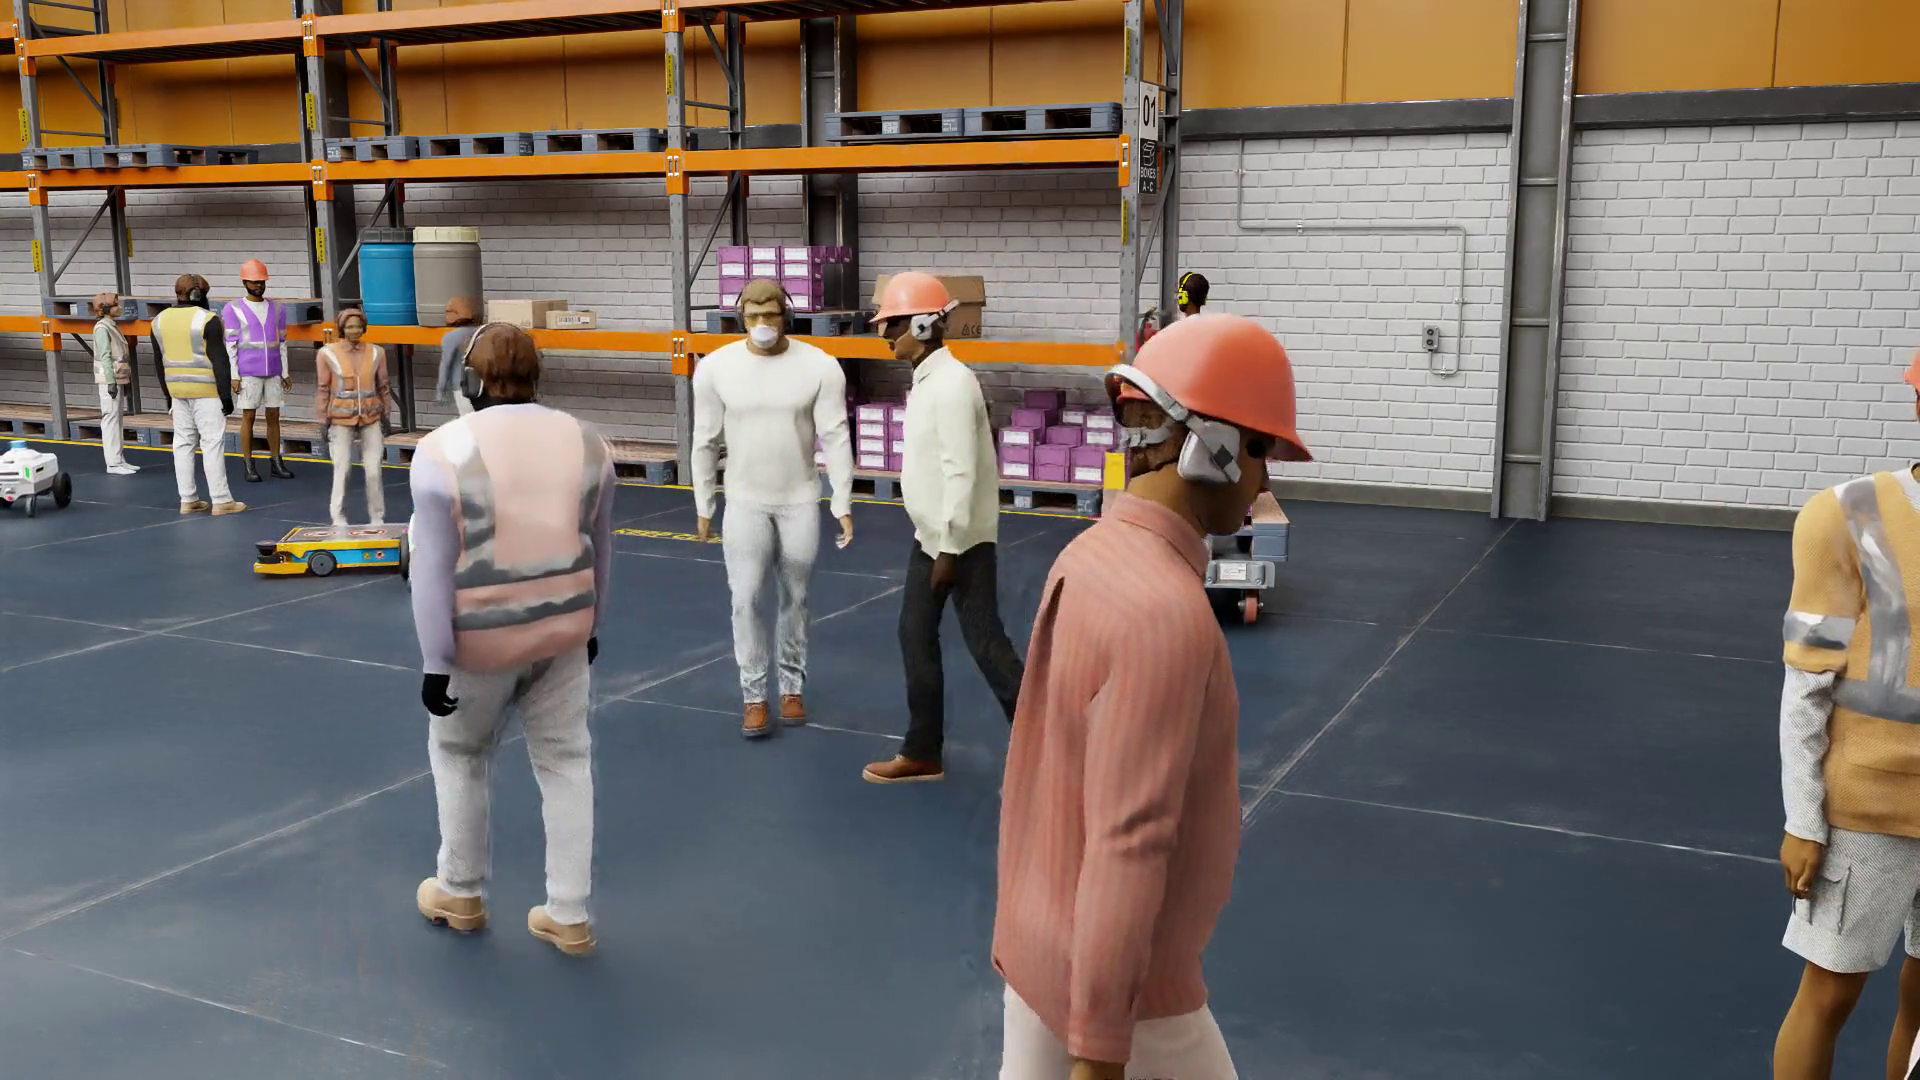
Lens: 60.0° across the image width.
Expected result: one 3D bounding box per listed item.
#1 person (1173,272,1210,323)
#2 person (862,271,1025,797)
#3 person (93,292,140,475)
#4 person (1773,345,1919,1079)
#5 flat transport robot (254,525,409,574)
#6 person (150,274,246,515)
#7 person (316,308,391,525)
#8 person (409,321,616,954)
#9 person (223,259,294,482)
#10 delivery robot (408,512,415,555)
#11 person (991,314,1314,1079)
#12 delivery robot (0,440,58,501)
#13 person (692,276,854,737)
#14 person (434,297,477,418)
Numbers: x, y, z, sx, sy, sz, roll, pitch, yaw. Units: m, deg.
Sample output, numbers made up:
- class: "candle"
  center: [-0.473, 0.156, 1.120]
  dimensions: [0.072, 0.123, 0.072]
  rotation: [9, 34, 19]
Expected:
- class: "person"
  center: [1.583, -0.903, 11.473]
  dimensions: [0.513, 1.872, 0.328]
  rotation: [-8, 13, -40]
- class: "person"
  center: [0.027, -0.016, 6.205]
  dimensions: [0.725, 1.956, 0.635]
  rotation: [-3, 10, -17]
- class: "person"
  center: [-7.656, -1.413, 15.036]
  dimensions: [0.308, 1.645, 0.514]
  rotation: [-3, 10, -18]
- class: "person"
  center: [1.849, 0.516, 3.183]
  dimensions: [0.543, 1.928, 0.372]
  rotation: [0, 10, -2]
- class: "flat transport robot"
  center: [-3.699, 0.039, 10.649]
  dimensions: [1.431, 0.197, 0.652]
  rotation: [-2, 10, -11]
- class: "person"
  center: [-5.823, -1.106, 12.732]
  dimensions: [0.619, 1.838, 0.430]
  rotation: [3, 10, 16]
- class: "person"
  center: [-4.330, -0.847, 11.875]
  dimensions: [0.522, 1.618, 0.413]
  rotation: [-7, 12, -37]
- class: "person"
  center: [-1.355, 0.276, 4.875]
  dimensions: [0.648, 1.814, 0.765]
  rotation: [-9, 13, -41]
- class: "person"
  center: [-6.129, -1.480, 14.579]
  dimensions: [0.361, 1.938, 0.545]
  rotation: [9, 13, 42]
- class: "delivery robot"
  center: [-3.132, -0.038, 10.011]
  dimensions: [0.477, 0.478, 0.707]
  rotation: [-3, 10, -16]
- class: "person"
  center: [0.316, 0.632, 2.522]
  dimensions: [1.014, 1.919, 0.675]
  rotation: [-1, 10, -8]
- class: "delivery robot"
  center: [-7.221, -0.525, 12.798]
  dimensions: [0.477, 0.478, 0.707]
  rotation: [-2, 10, -12]
- class: "person"
  center: [-0.772, -0.129, 6.914]
  dimensions: [0.667, 1.909, 0.653]
  rotation: [-1, 10, -7]
- class: "person"
  center: [-4.330, -1.280, 14.333]
  dimensions: [0.762, 1.601, 0.512]
  rotation: [4, 11, 24]
